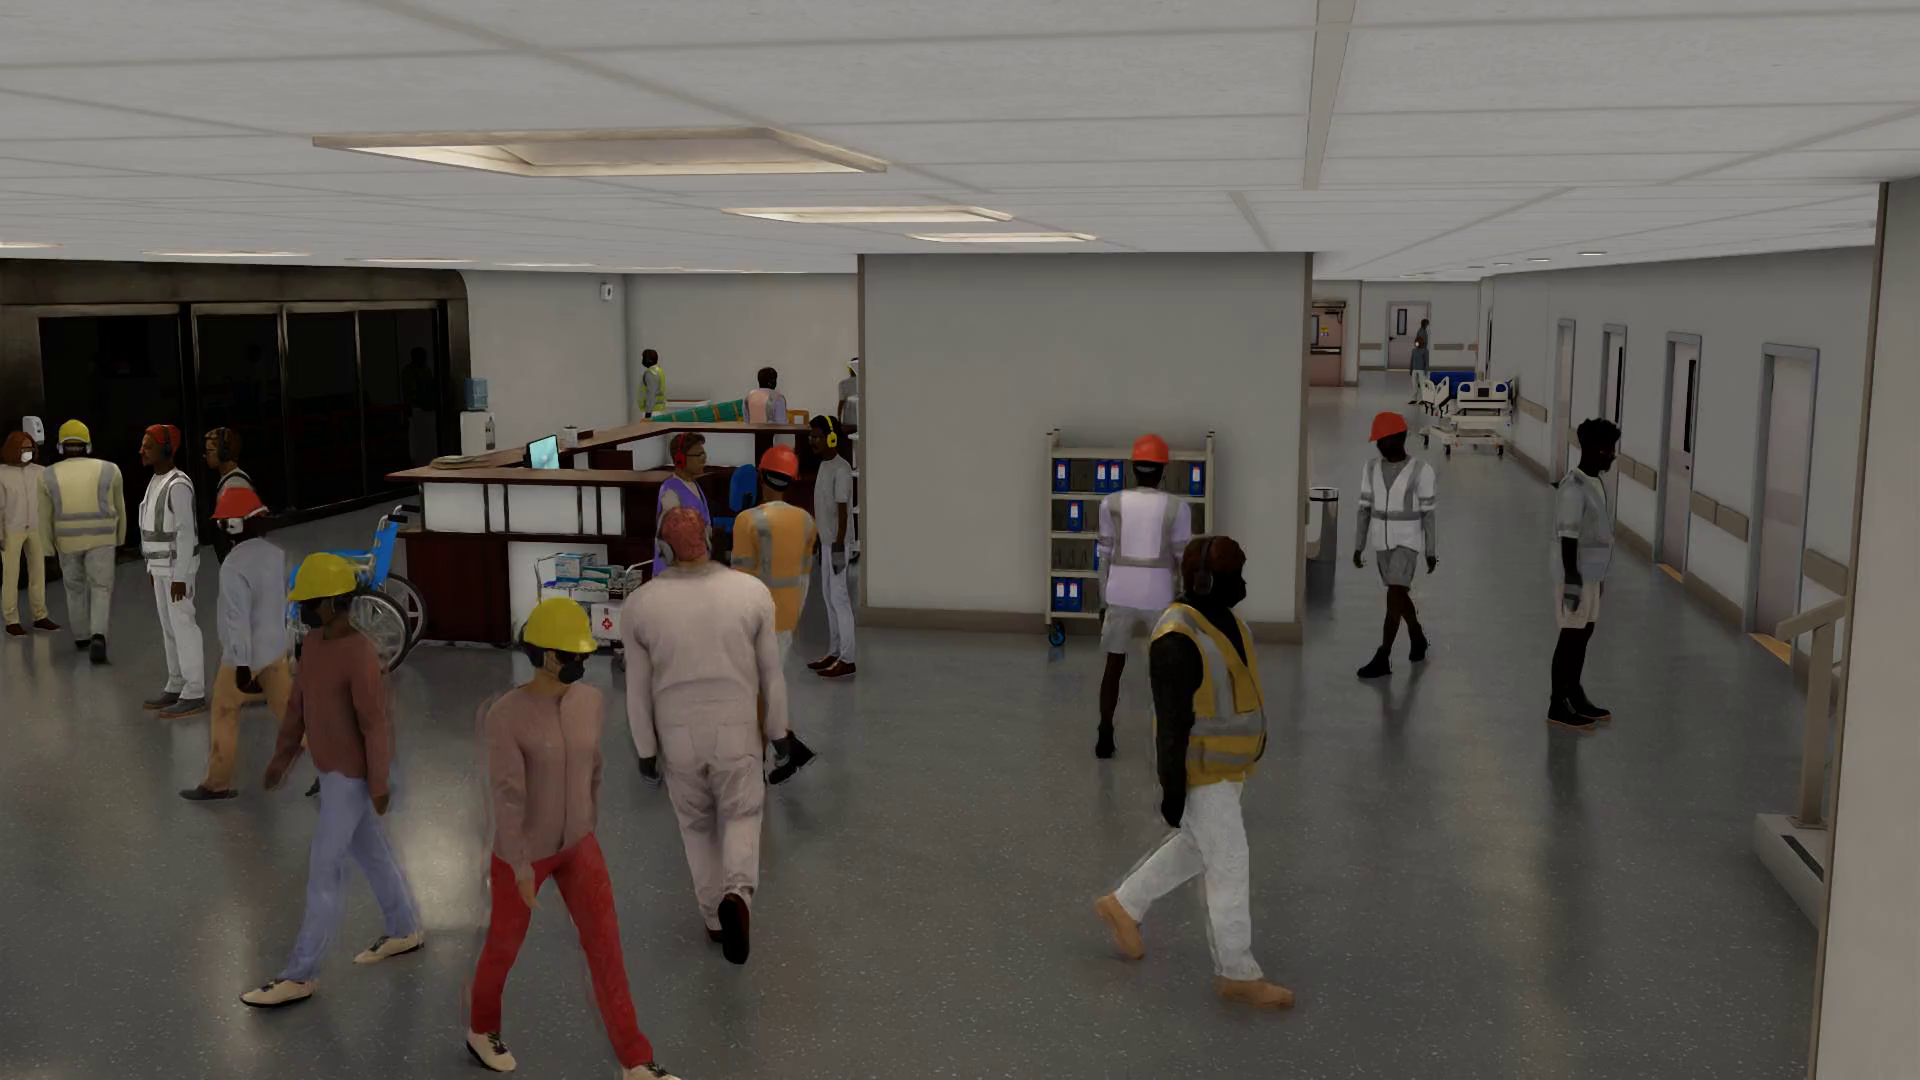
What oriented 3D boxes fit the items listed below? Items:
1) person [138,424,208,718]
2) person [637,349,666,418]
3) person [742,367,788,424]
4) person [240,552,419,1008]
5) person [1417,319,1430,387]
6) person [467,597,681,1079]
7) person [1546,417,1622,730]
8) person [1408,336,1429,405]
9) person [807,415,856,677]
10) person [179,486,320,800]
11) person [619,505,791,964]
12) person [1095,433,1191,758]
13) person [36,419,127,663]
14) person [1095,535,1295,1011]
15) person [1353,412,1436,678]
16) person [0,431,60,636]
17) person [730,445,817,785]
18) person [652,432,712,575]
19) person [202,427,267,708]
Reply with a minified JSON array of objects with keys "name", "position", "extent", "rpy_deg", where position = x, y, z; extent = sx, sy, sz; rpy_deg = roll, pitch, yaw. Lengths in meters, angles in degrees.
[{"name":"person","position":[-5.089,0.195,10.711],"extent":[0.355,1.884,0.574],"rpy_deg":[-8,11,-41]},{"name":"person","position":[-4.689,-1.979,25.278],"extent":[0.429,1.842,0.637],"rpy_deg":[0,9,3]},{"name":"person","position":[-2.225,-1.090,19.374],"extent":[0.622,1.845,0.429],"rpy_deg":[6,10,34]},{"name":"person","position":[-2.492,0.907,6.521],"extent":[0.783,1.728,0.529],"rpy_deg":[-7,11,-41]},{"name":"person","position":[12.967,-5.243,46.661],"extent":[0.381,1.928,0.635],"rpy_deg":[3,9,17]},{"name":"person","position":[-1.393,1.039,5.666],"extent":[0.907,1.717,0.530],"rpy_deg":[7,11,38]},{"name":"person","position":[3.901,0.204,10.414],"extent":[0.385,1.956,0.612],"rpy_deg":[6,11,36]},{"name":"person","position":[10.911,-4.028,39.554],"extent":[0.267,1.632,0.509],"rpy_deg":[-6,11,-36]},{"name":"person","position":[-0.915,0.039,11.824],"extent":[0.328,1.862,0.509],"rpy_deg":[-3,9,-20]},{"name":"person","position":[-3.728,0.557,8.873],"extent":[0.883,1.712,0.577],"rpy_deg":[1,9,6]},{"name":"person","position":[-1.027,0.793,6.752],"extent":[0.678,1.870,0.729],"rpy_deg":[-1,9,-8]},{"name":"person","position":[1.108,0.326,9.769],"extent":[0.618,1.921,0.442],"rpy_deg":[2,9,12]},{"name":"person","position":[-6.484,0.003,12.310],"extent":[0.580,1.789,0.915],"rpy_deg":[-4,9,-23]},{"name":"person","position":[0.913,0.866,6.486],"extent":[0.864,1.815,0.636],"rpy_deg":[5,10,29]},{"name":"person","position":[3.161,0.008,12.009],"extent":[0.552,1.884,1.010],"rpy_deg":[8,12,43]},{"name":"person","position":[-7.451,-0.056,13.241],"extent":[0.284,1.628,0.500],"rpy_deg":[5,10,29]},{"name":"person","position":[-1.029,0.434,9.106],"extent":[0.581,1.894,0.608],"rpy_deg":[7,11,39]},{"name":"person","position":[-1.750,0.237,10.565],"extent":[0.379,1.841,0.570],"rpy_deg":[0,9,2]},{"name":"person","position":[-4.763,0.178,10.938],"extent":[0.328,1.844,0.514],"rpy_deg":[-3,9,-20]}]
